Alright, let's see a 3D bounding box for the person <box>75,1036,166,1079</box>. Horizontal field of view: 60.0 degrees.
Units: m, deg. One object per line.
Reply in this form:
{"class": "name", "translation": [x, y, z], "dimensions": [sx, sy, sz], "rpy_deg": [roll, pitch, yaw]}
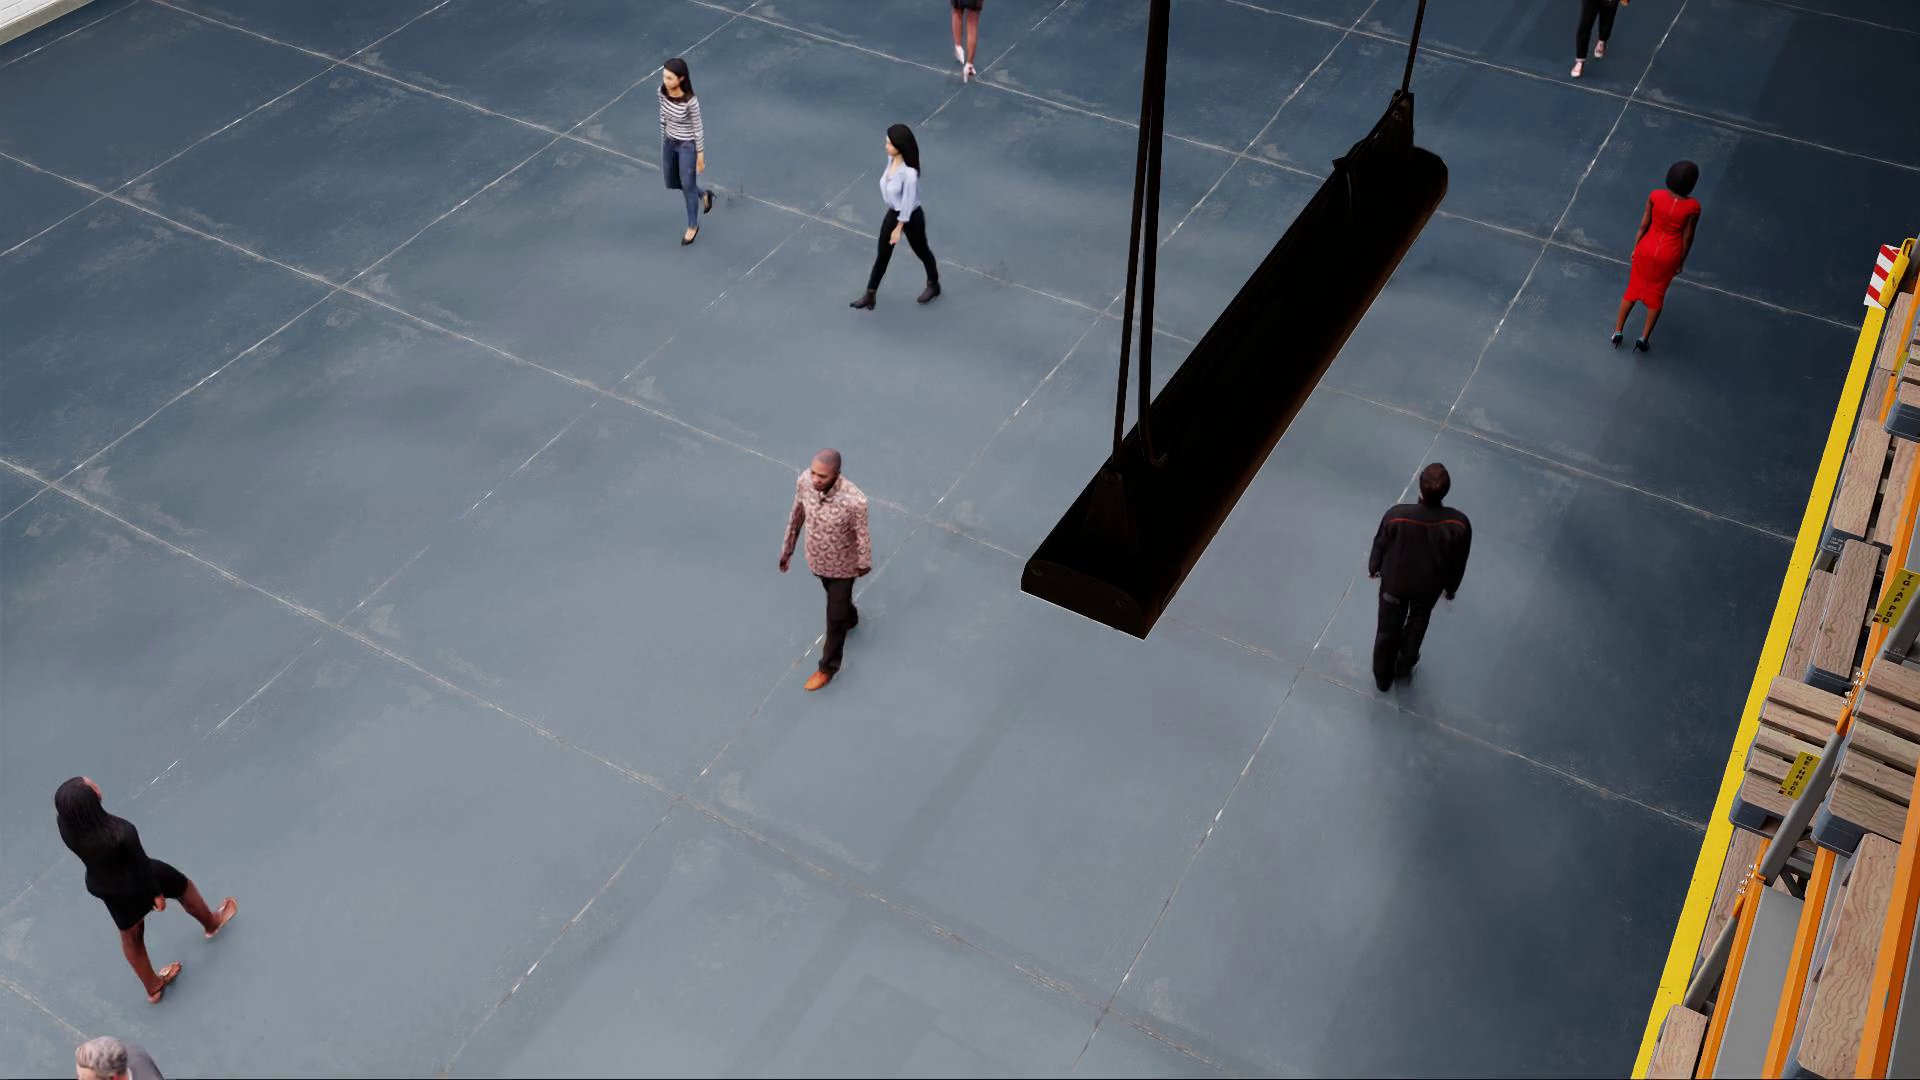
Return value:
{"class": "person", "translation": [-3.679, 2.861, 7.925], "dimensions": [0.870, 1.787, 1.265], "rpy_deg": [31, 52, 29]}

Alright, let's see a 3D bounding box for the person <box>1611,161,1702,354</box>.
{"class": "person", "translation": [5.589, -2.264, 13.337], "dimensions": [0.569, 1.744, 0.497], "rpy_deg": [24, 49, 23]}

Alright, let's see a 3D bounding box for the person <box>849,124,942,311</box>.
{"class": "person", "translation": [-0.358, -2.651, 13.772], "dimensions": [1.176, 1.704, 0.980], "rpy_deg": [-23, 48, -22]}

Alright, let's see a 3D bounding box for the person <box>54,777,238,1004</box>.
{"class": "person", "translation": [-4.541, 1.924, 8.973], "dimensions": [0.809, 1.698, 1.008], "rpy_deg": [6, 44, 6]}

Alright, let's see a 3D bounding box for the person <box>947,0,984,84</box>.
{"class": "person", "translation": [0.054, -5.435, 16.648], "dimensions": [0.741, 1.767, 0.887], "rpy_deg": [6, 44, 7]}

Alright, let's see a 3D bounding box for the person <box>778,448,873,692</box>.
{"class": "person", "translation": [-0.794, 0.054, 10.880], "dimensions": [0.765, 1.776, 1.045], "rpy_deg": [27, 50, 25]}

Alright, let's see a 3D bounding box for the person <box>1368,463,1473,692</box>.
{"class": "person", "translation": [2.875, 0.320, 10.563], "dimensions": [0.829, 1.828, 0.786], "rpy_deg": [7, 44, 7]}

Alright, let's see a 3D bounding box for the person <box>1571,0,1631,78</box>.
{"class": "person", "translation": [6.540, -5.606, 16.842], "dimensions": [0.720, 1.748, 0.885], "rpy_deg": [19, 47, 19]}

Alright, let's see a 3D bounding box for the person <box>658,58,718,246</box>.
{"class": "person", "translation": [-2.359, -3.416, 14.518], "dimensions": [0.626, 1.782, 0.739], "rpy_deg": [24, 49, 23]}
